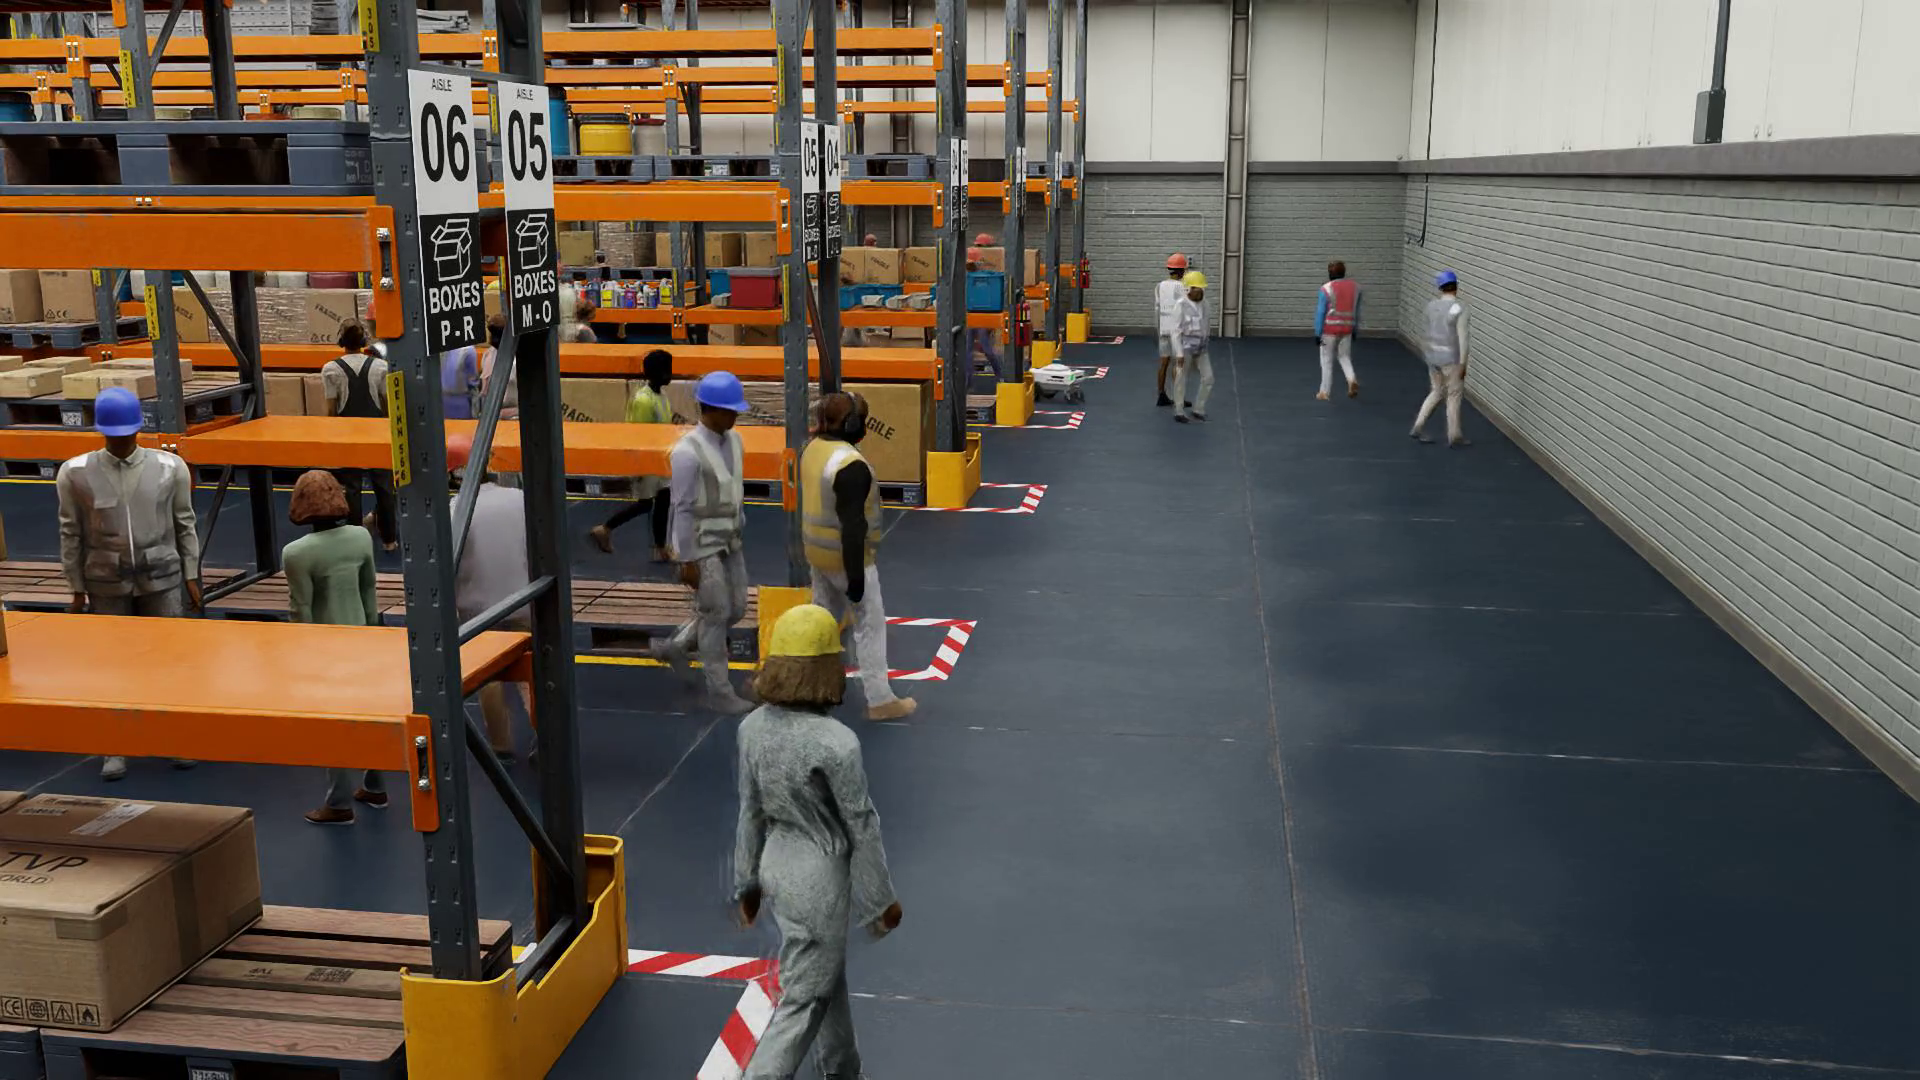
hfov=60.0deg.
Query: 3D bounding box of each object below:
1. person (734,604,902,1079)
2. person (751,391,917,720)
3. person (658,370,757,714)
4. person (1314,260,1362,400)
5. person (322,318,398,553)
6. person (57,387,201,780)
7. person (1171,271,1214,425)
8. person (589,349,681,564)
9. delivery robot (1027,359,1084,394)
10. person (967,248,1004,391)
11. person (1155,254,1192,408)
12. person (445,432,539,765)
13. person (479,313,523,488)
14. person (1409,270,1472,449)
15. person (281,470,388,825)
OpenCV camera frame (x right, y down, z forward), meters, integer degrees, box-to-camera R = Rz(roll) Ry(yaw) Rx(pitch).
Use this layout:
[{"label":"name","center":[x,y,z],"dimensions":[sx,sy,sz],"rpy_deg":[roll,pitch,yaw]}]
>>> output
[{"label":"person","center":[-0.501,1.051,4.933],"dimensions":[0.818,1.709,0.499],"rpy_deg":[-11,17,-41]},{"label":"person","center":[-0.706,0.106,8.955],"dimensions":[0.812,1.815,0.644],"rpy_deg":[-6,14,-26]},{"label":"person","center":[-1.397,0.016,9.106],"dimensions":[0.634,1.917,0.620],"rpy_deg":[5,14,23]},{"label":"person","center":[4.894,-2.706,21.567],"dimensions":[0.645,1.828,0.582],"rpy_deg":[-4,13,-18]},{"label":"person","center":[-4.640,-0.791,12.886],"dimensions":[0.505,1.847,0.346],"rpy_deg":[-6,14,-25]},{"label":"person","center":[-4.053,0.207,8.177],"dimensions":[0.605,1.936,0.417],"rpy_deg":[-7,14,-28]},{"label":"person","center":[2.749,-2.230,19.458],"dimensions":[0.620,1.807,0.614],"rpy_deg":[-9,15,-36]},{"label":"person","center":[-2.439,-0.614,12.518],"dimensions":[0.633,1.664,0.539],"rpy_deg":[2,13,8]},{"label":"delivery robot","center":[1.237,-2.105,21.543],"dimensions":[0.707,0.478,0.477],"rpy_deg":[8,15,31]},{"label":"person","center":[0.288,-2.970,22.553],"dimensions":[0.785,1.967,0.656],"rpy_deg":[-10,16,-37]},{"label":"person","center":[2.710,-2.639,21.019],"dimensions":[0.357,1.937,0.550],"rpy_deg":[-10,16,-39]},{"label":"person","center":[-2.285,0.321,8.189],"dimensions":[0.592,1.709,0.583],"rpy_deg":[-9,15,-35]},{"label":"person","center":[-3.631,-0.908,13.432],"dimensions":[0.633,1.839,0.429],"rpy_deg":[8,15,31]},{"label":"person","center":[5.259,-1.949,18.002],"dimensions":[0.398,1.907,0.638],"rpy_deg":[-6,14,-26]},{"label":"person","center":[-2.858,0.489,7.591],"dimensions":[0.264,1.632,0.507],"rpy_deg":[6,14,25]}]
